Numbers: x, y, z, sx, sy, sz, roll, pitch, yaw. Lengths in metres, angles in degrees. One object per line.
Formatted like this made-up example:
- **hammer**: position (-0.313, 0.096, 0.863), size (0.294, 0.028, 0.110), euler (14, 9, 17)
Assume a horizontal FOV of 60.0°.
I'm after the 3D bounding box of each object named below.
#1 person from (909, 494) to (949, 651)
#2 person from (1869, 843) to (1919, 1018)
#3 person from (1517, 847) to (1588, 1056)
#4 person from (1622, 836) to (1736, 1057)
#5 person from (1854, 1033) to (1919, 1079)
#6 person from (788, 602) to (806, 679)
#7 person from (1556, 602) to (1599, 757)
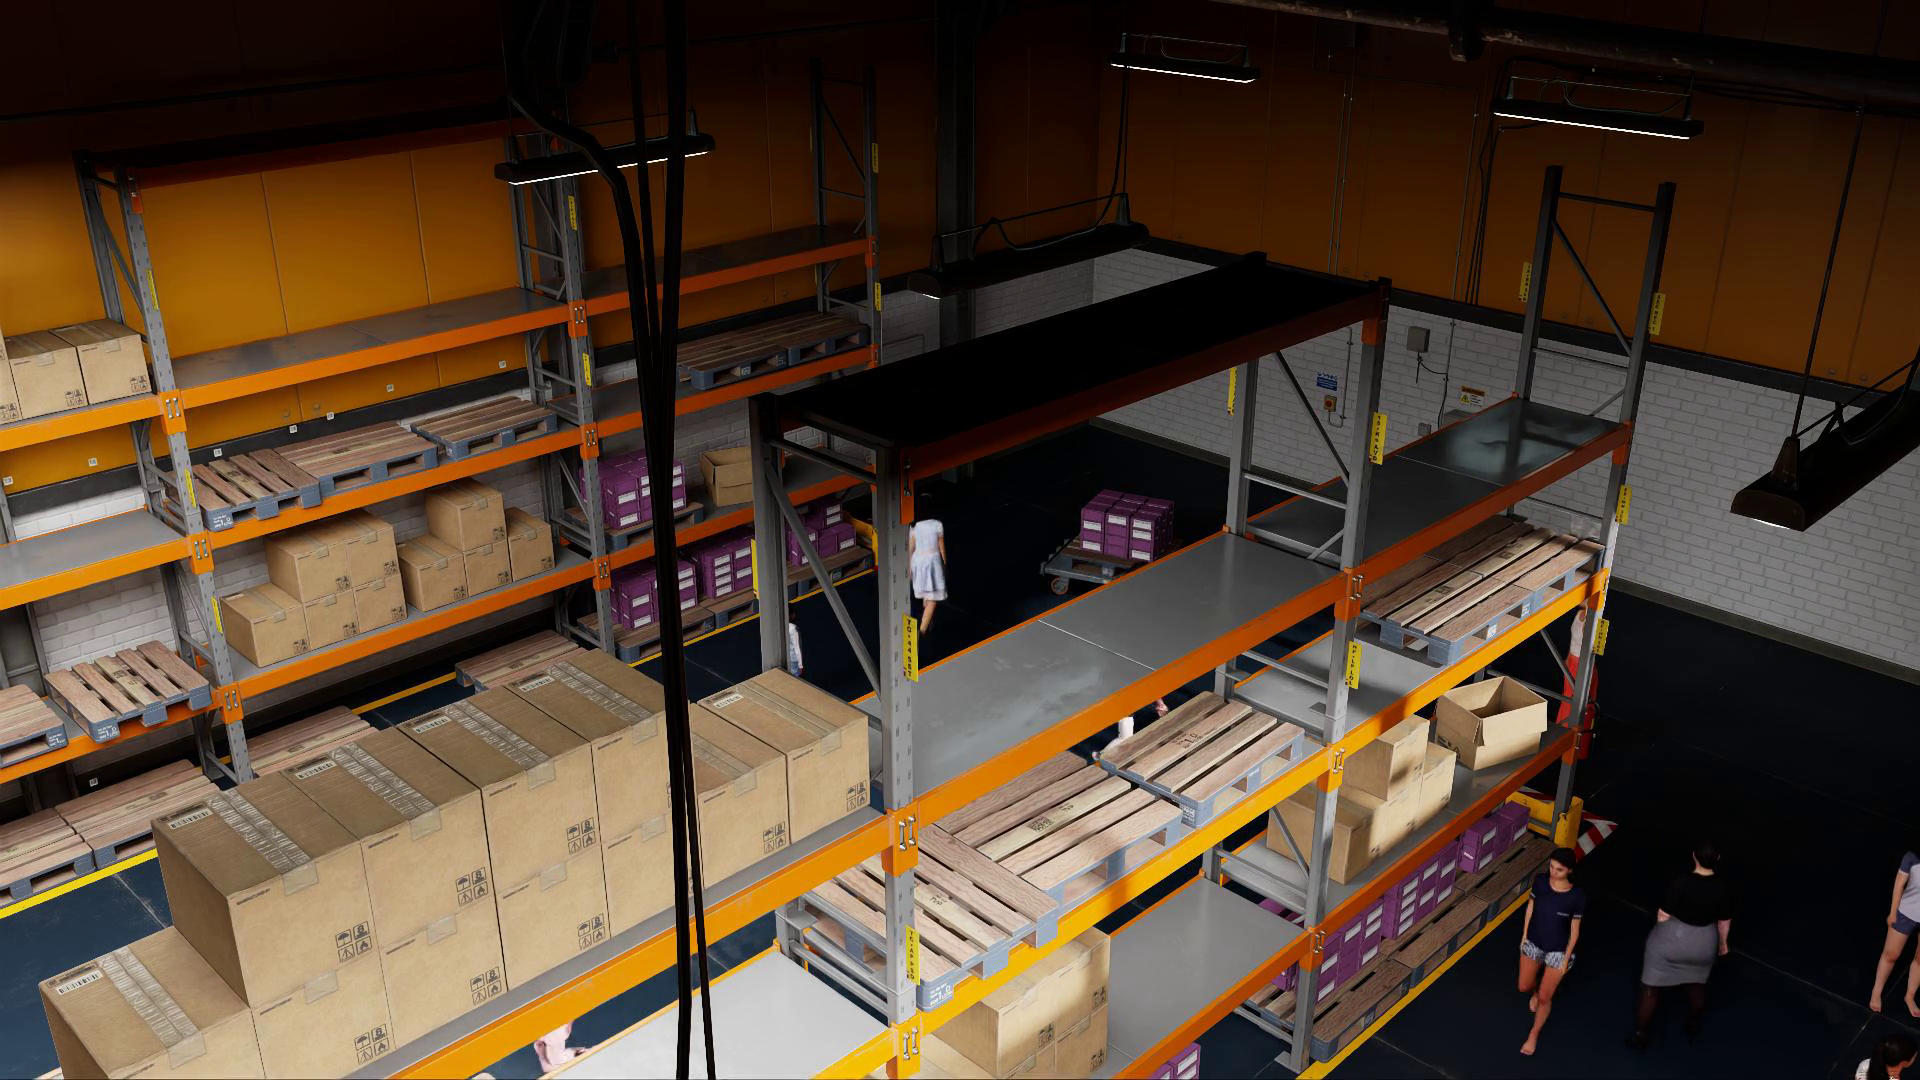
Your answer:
- **person**: position (-0.362, 0.396, 18.233), size (1.013, 1.790, 1.251), euler (7, 24, 15)
- **person**: position (7.335, 2.861, 12.699), size (0.677, 1.706, 0.690), euler (6, 24, 13)
- **person**: position (4.407, 2.991, 12.344), size (0.610, 1.752, 0.804), euler (19, 30, 37)
- **person**: position (5.409, 3.000, 12.333), size (1.008, 1.744, 1.060), euler (1, 24, 3)
- **person**: position (5.712, 3.852, 10.571), size (1.183, 1.594, 0.989), euler (-5, 24, -11)
- **person**: position (-1.747, 1.211, 17.029), size (0.480, 1.261, 0.486), euler (21, 31, 39)
- **person**: position (6.056, 1.268, 16.219), size (0.790, 1.806, 0.702), euler (4, 24, 9)
